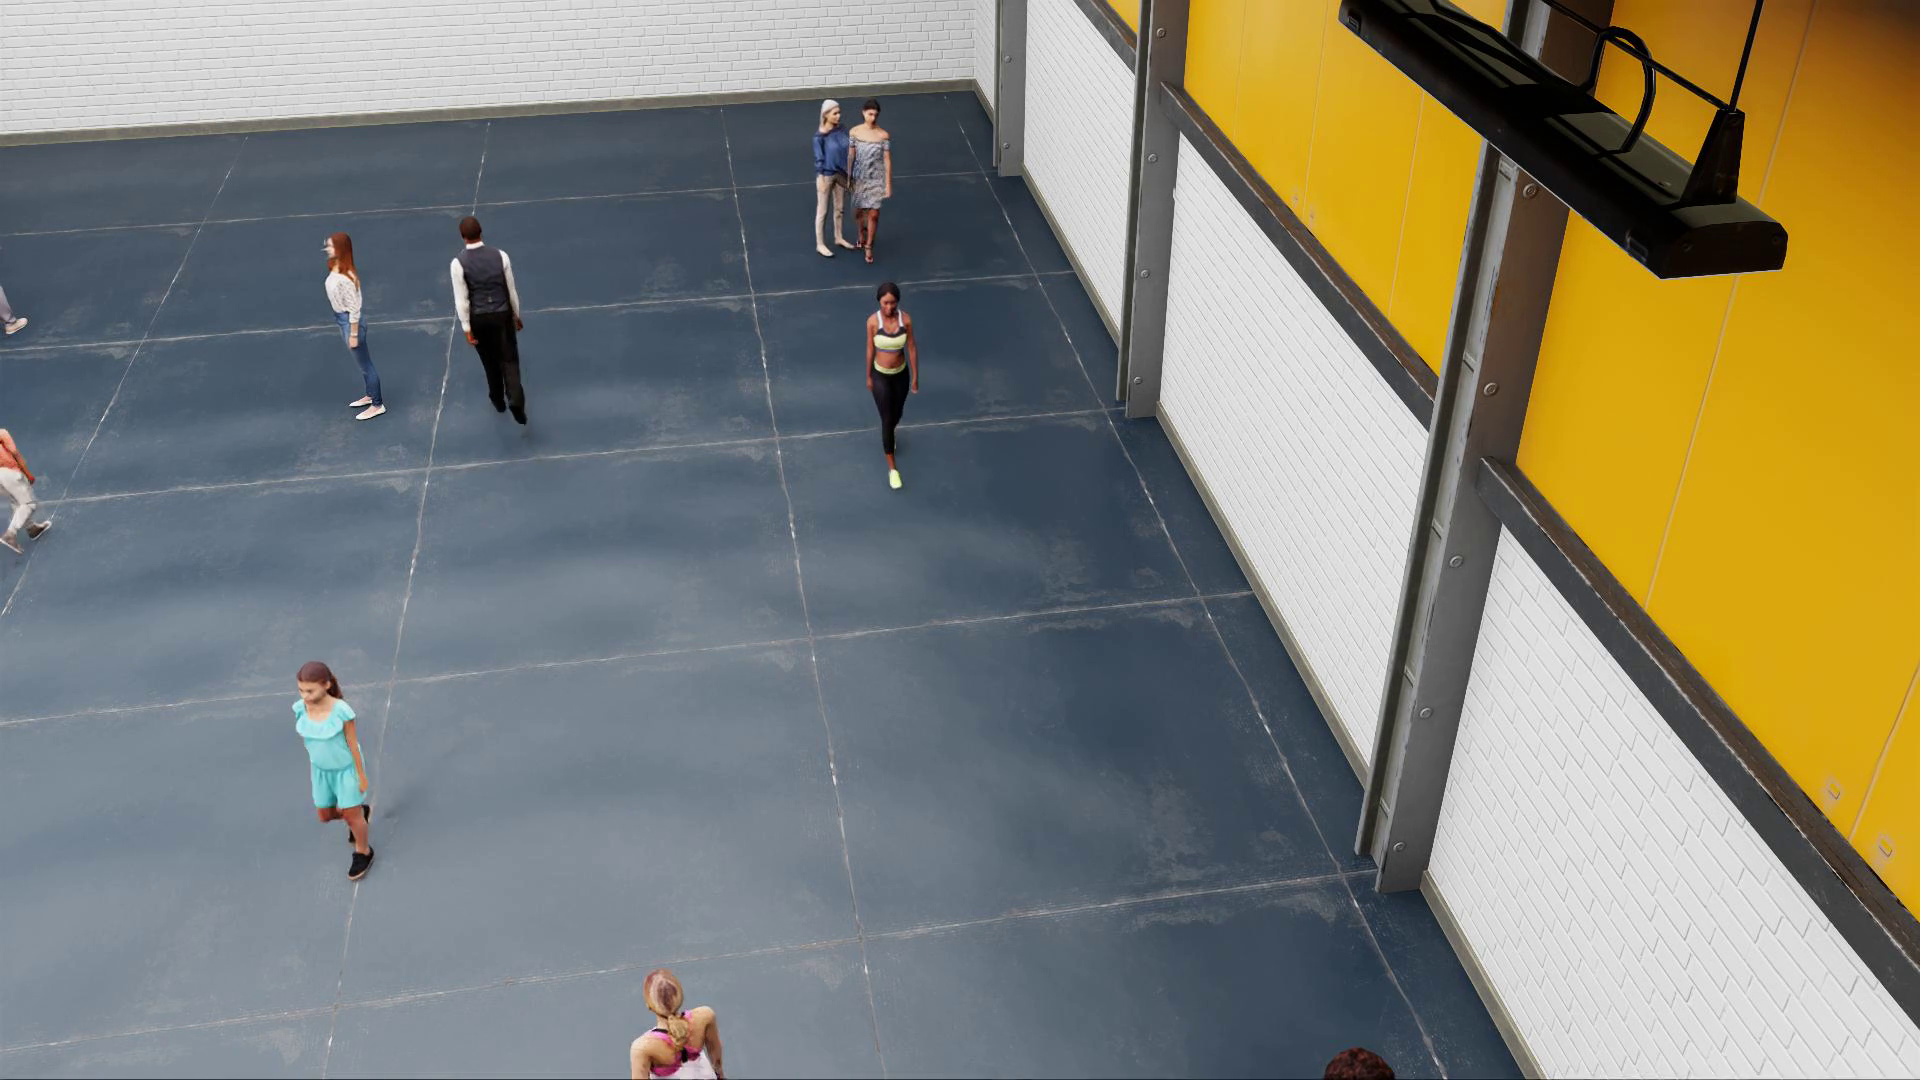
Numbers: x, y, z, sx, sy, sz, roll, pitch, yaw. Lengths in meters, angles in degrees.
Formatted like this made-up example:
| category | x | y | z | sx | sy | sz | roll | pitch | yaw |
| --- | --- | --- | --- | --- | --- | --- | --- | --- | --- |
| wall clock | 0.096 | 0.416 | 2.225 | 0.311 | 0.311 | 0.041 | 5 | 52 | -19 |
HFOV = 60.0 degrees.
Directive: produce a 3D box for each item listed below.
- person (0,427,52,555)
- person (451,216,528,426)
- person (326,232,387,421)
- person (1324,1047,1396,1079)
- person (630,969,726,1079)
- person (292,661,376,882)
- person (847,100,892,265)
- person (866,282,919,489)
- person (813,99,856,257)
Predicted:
| category | x | y | z | sx | sy | sz | roll | pitch | yaw |
| --- | --- | --- | --- | --- | --- | --- | --- | --- | --- |
| person | -7.471 | -0.495 | 13.001 | 0.683 | 1.300 | 0.841 | 9 | 35 | 13 |
| person | -4.085 | -1.888 | 14.559 | 0.808 | 1.895 | 1.119 | -12 | 35 | -17 |
| person | -5.380 | -1.912 | 14.747 | 0.693 | 1.726 | 0.551 | -16 | 37 | -23 |
| person | 1.694 | 2.915 | 7.500 | 0.612 | 1.710 | 0.553 | -1 | 34 | -1 |
| person | -1.242 | 2.698 | 7.763 | 0.809 | 1.780 | 0.926 | -21 | 39 | -28 |
| person | -3.716 | 1.330 | 10.029 | 0.668 | 1.550 | 0.774 | 5 | 34 | 8 |
| person | -0.964 | -3.761 | 17.463 | 0.723 | 1.799 | 0.809 | 5 | 34 | 8 |
| person | -0.585 | -1.380 | 13.956 | 0.571 | 1.717 | 1.106 | -6 | 34 | -9 |
| person | -1.378 | -3.867 | 17.718 | 0.756 | 1.694 | 0.717 | 27 | 42 | 34 |
